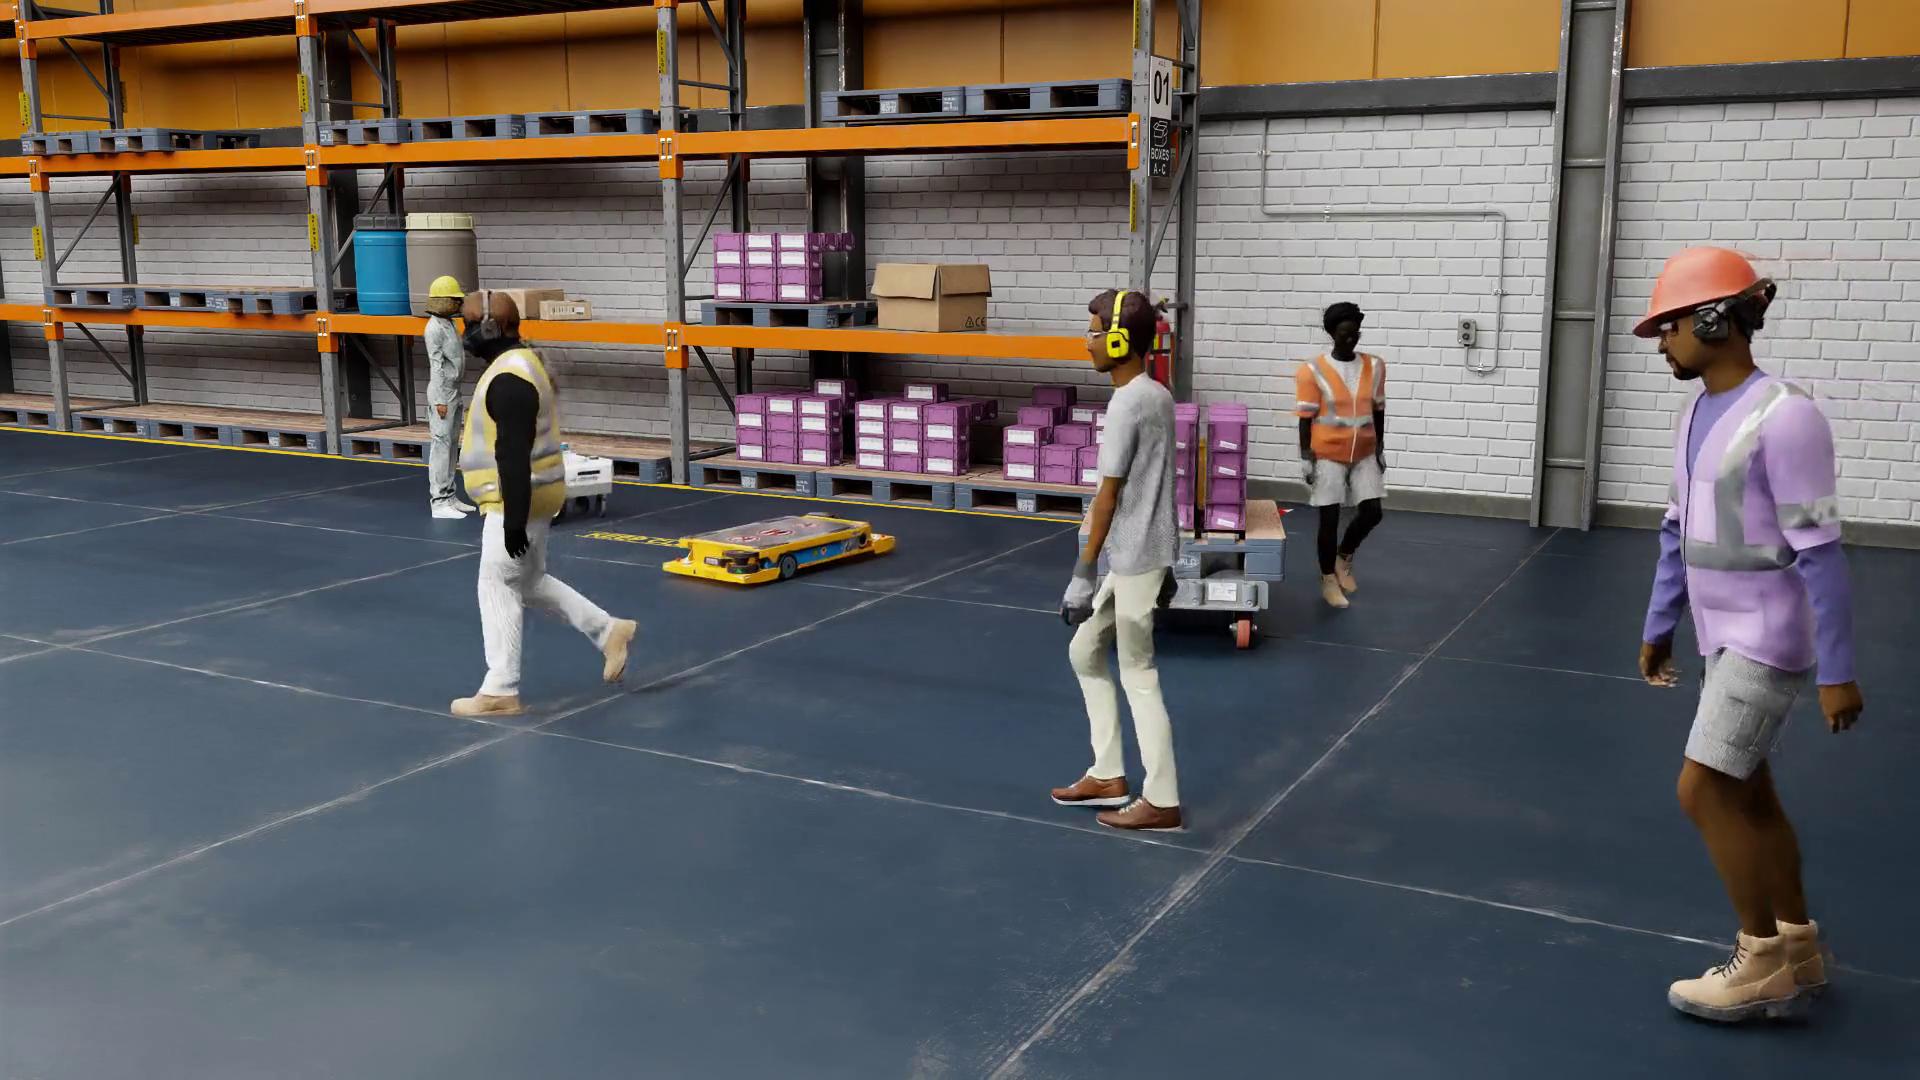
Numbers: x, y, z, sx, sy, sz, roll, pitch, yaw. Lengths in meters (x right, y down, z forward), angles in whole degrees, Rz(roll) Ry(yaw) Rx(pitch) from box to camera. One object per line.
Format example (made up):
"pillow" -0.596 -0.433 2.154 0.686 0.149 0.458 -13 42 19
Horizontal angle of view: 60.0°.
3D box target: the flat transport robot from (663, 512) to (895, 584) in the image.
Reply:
"flat transport robot" -1.089 0.033 10.246 0.652 0.197 1.431 7 13 34

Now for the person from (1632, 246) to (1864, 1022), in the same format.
"person" 2.035 0.249 4.322 0.634 1.993 0.623 1 10 6

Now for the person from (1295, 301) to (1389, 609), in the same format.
"person" 2.074 -0.455 9.041 0.551 1.678 0.365 -2 11 -13

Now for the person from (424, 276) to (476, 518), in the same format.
"person" -3.697 -1.034 12.057 0.318 1.742 0.492 0 10 -2

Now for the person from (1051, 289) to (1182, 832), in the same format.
"person" 0.491 0.092 5.630 0.644 1.845 0.513 3 11 14

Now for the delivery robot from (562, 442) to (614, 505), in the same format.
"delivery robot" -2.844 -0.458 11.901 0.707 0.478 0.477 -9 14 -40

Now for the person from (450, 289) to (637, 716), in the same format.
"person" -1.801 -0.161 7.093 0.722 1.813 0.660 -2 11 -13
